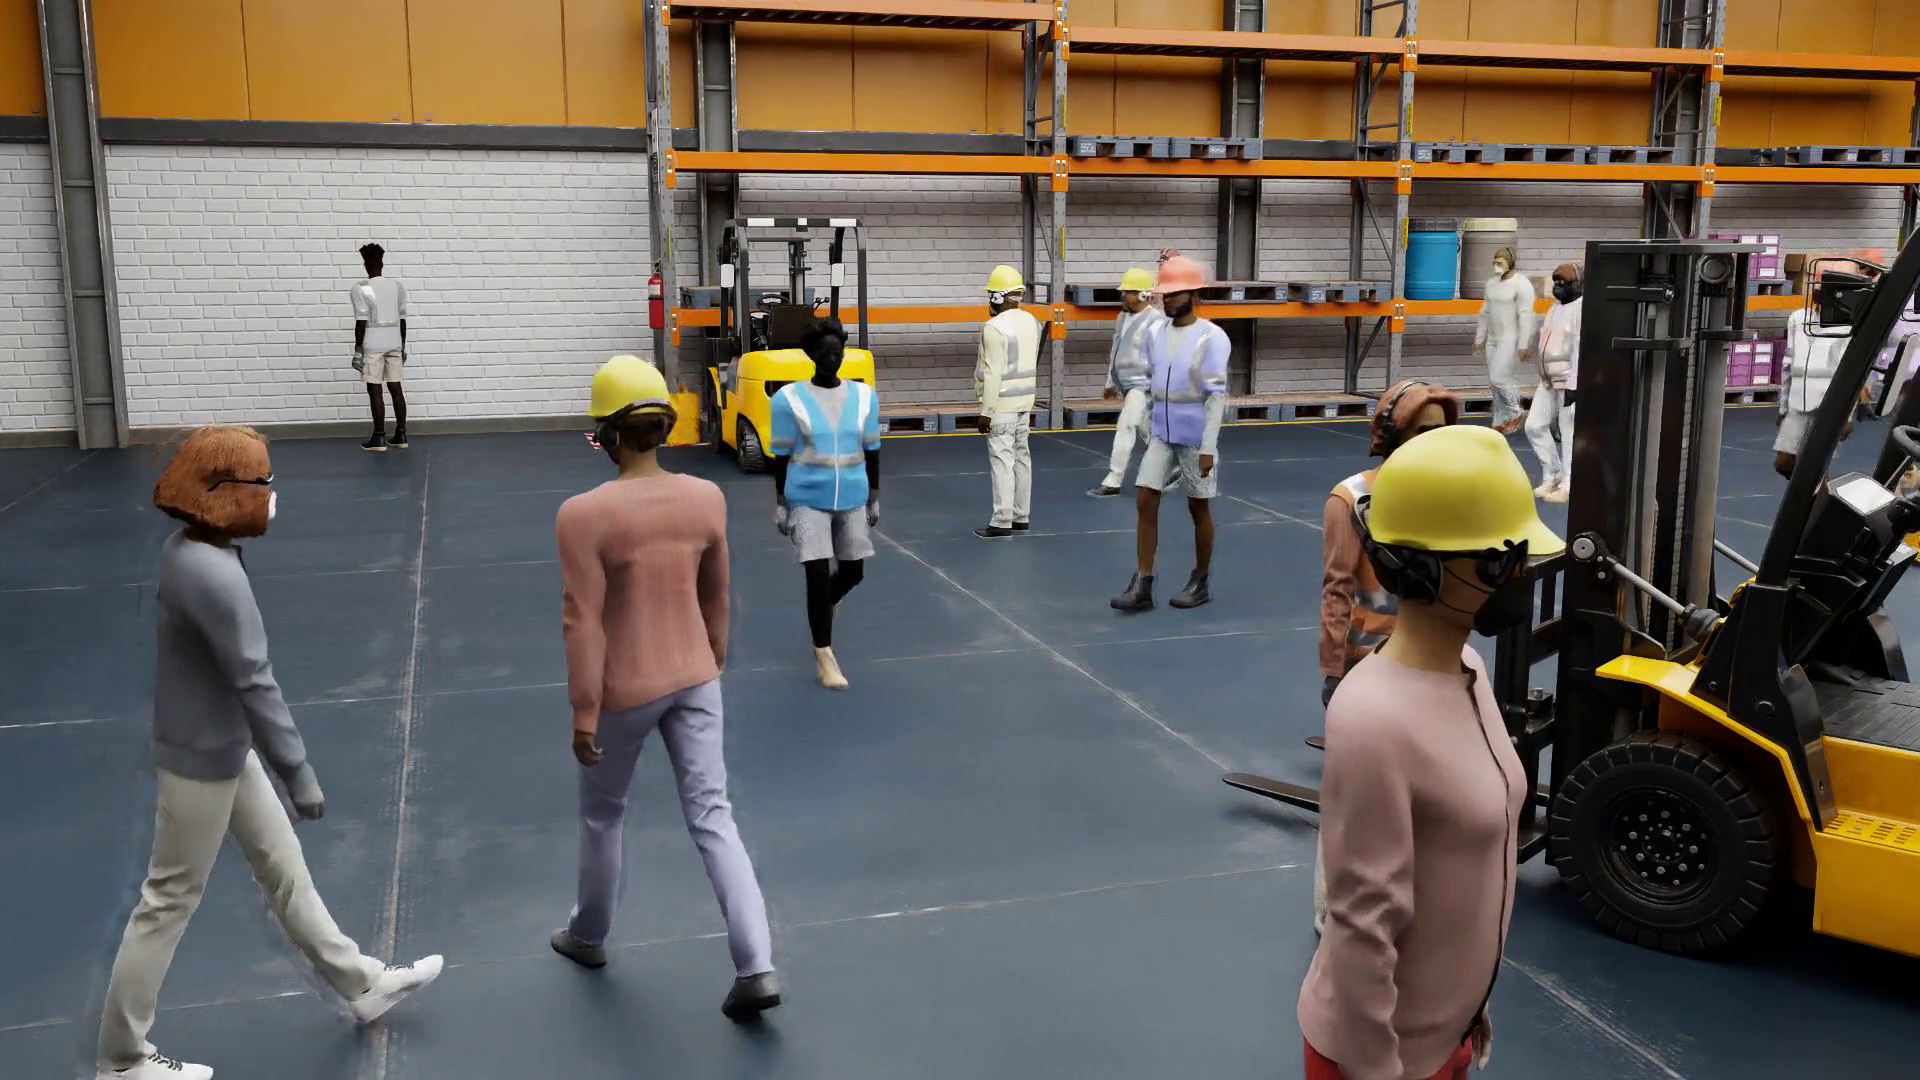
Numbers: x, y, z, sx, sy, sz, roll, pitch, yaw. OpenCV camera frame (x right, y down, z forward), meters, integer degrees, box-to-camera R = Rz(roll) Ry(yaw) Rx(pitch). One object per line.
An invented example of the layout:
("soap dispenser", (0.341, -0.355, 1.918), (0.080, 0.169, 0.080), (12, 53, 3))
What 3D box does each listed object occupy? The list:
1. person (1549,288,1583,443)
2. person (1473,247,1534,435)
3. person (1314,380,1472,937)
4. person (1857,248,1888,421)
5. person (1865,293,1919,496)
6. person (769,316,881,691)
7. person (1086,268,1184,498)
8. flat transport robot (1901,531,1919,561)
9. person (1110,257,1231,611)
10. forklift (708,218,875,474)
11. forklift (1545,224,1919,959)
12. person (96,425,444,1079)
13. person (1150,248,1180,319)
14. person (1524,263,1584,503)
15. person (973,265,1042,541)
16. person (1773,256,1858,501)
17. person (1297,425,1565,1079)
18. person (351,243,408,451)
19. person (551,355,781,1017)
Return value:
("person", (6.193, -1.874, 16.298), (0.918, 1.896, 0.531), (-4, 11, -22))
("person", (5.483, -2.000, 16.859), (0.442, 1.918, 0.632), (-3, 11, -16))
("person", (1.220, 0.366, 4.688), (0.518, 1.632, 0.312), (-5, 11, -25))
("person", (9.859, -2.223, 18.137), (0.821, 1.895, 0.571), (5, 12, 26))
("person", (7.408, -1.306, 12.873), (1.080, 1.987, 0.628), (-10, 14, -44))
("person", (-0.629, -0.192, 7.629), (0.540, 1.678, 0.661), (-4, 11, -23))
("person", (1.427, -1.232, 13.037), (0.928, 1.794, 0.585), (-4, 11, -21))
("flat transport robot", (6.490, -0.012, 10.493), (1.431, 0.197, 0.652), (-7, 12, -33))
("person", (1.111, -0.539, 8.874), (0.578, 1.908, 0.809), (10, 14, 43))
("forklift", (-1.522, -1.778, 14.899), (1.214, 2.155, 2.313), (-3, 11, -17))
("forklift", (2.909, 0.117, 4.508), (2.313, 2.155, 1.214), (9, 14, 40))
("person", (-1.681, 0.519, 3.961), (0.875, 1.581, 0.505), (-5, 12, -27))
("person", (2.111, -2.002, 16.920), (0.402, 1.906, 0.652), (9, 13, 39))
("person", (4.599, -1.185, 12.656), (0.455, 1.822, 0.629), (-3, 11, -15))
("person", (0.299, -0.911, 11.139), (0.404, 1.832, 0.593), (6, 12, 31))
("person", (5.512, -0.857, 10.653), (0.509, 1.907, 0.549), (-5, 12, -26))
("person", (0.663, 0.714, 2.409), (0.316, 1.769, 0.523), (6, 12, 30))
("person", (-5.523, -1.833, 15.825), (0.361, 1.964, 0.613), (6, 12, 30))
("person", (-0.784, 0.380, 4.365), (0.537, 1.725, 0.905), (-9, 14, -41))
